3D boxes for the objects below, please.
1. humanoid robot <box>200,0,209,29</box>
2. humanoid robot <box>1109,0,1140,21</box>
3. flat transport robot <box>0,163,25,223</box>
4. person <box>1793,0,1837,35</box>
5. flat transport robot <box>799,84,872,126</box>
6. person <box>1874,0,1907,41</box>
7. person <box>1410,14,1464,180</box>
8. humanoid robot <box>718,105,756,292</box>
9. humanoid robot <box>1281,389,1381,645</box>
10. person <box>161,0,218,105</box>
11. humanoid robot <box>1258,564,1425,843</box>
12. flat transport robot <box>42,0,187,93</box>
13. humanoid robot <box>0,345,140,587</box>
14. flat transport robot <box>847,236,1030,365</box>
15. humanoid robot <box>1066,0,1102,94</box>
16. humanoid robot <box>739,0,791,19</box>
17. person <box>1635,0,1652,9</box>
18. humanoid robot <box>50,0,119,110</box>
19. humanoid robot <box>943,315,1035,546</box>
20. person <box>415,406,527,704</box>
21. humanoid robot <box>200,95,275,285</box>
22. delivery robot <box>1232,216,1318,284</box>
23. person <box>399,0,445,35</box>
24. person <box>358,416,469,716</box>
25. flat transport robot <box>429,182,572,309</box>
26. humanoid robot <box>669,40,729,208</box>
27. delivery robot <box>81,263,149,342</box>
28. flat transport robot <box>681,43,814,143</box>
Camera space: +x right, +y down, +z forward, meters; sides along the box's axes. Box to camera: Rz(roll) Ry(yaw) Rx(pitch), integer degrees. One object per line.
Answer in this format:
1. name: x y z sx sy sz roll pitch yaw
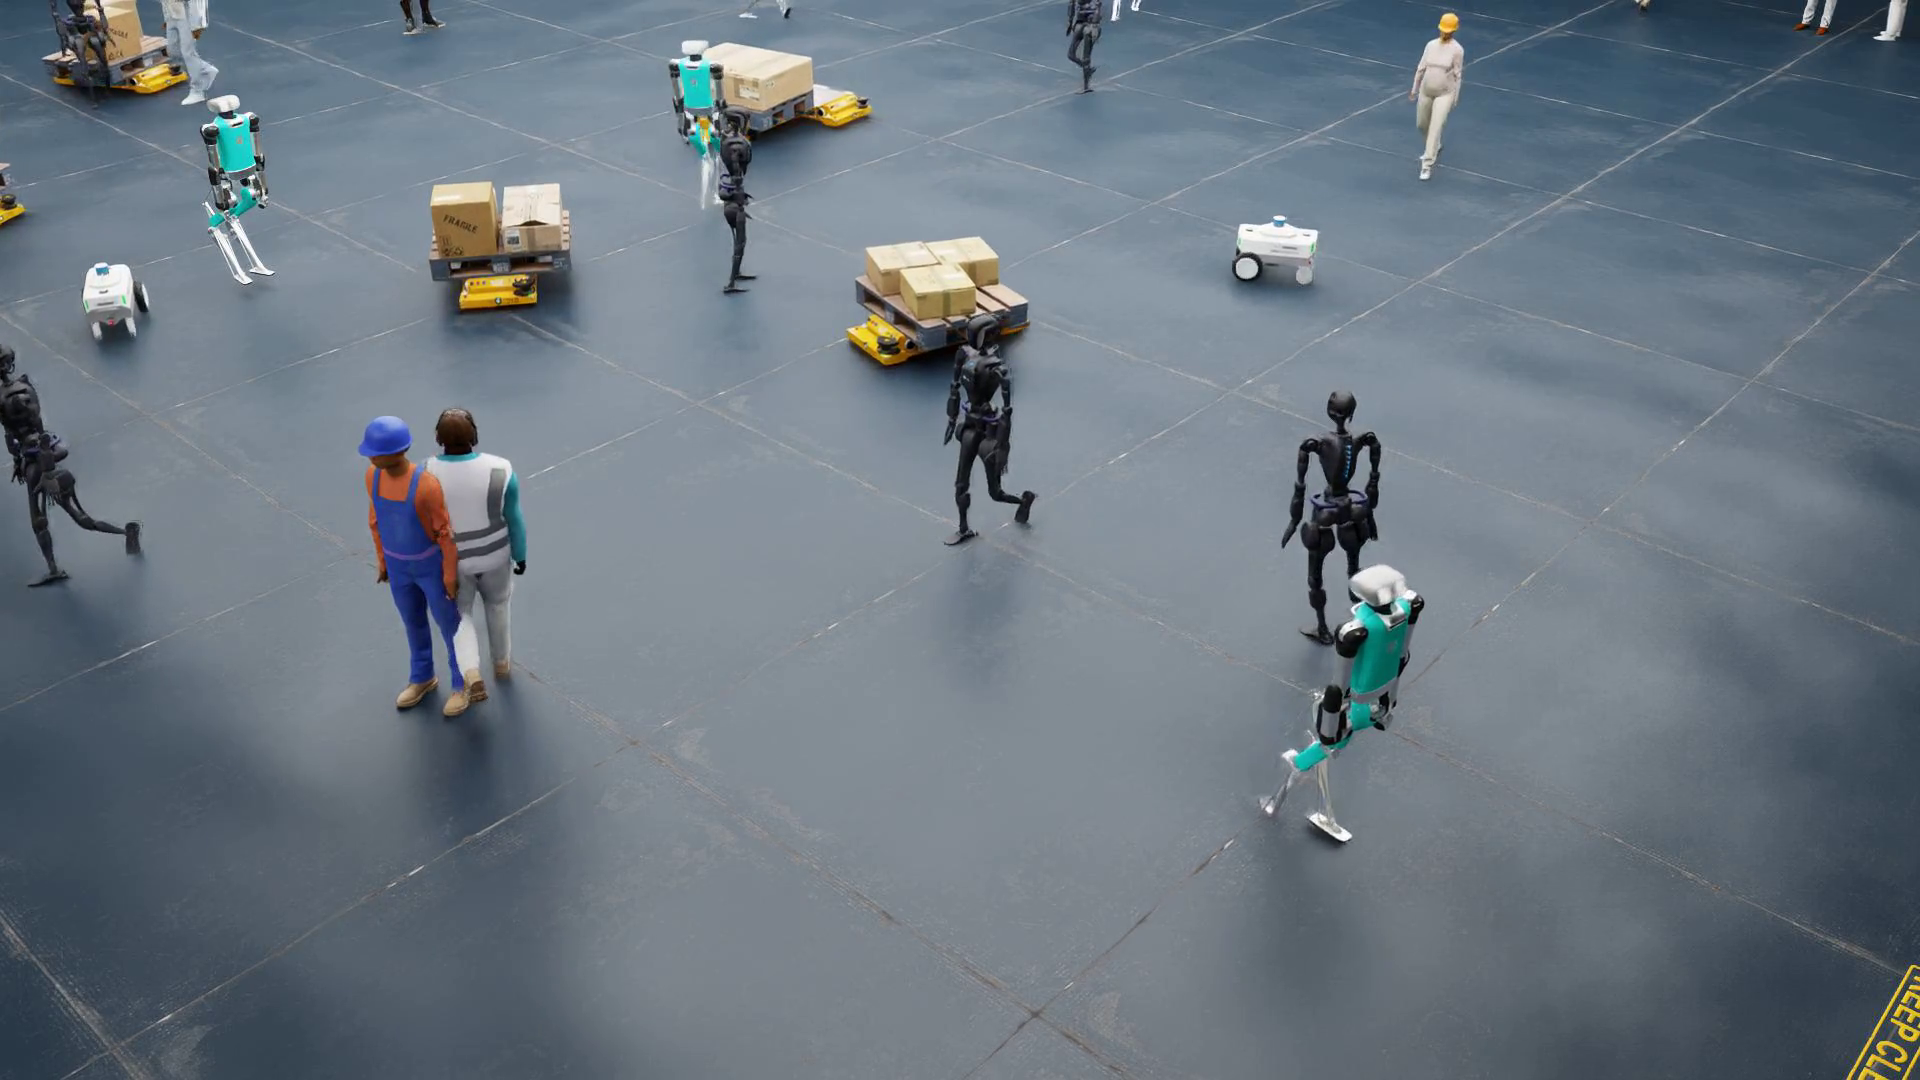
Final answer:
1. humanoid robot: -10.269 -7.611 22.064 0.544 1.820 0.751 0 32 -1
2. humanoid robot: 2.297 -8.028 22.706 0.555 1.766 0.969 13 34 20
3. flat transport robot: -10.091 -3.248 16.384 1.431 0.231 0.659 7 33 11
4. person: 11.488 -7.617 21.941 0.361 1.829 0.514 -24 39 -33
5. flat transport robot: -1.794 -5.105 19.375 1.431 0.231 0.659 20 37 29
6. person: 12.316 -7.373 21.744 0.327 1.627 0.522 22 38 31
7. person: 4.970 -4.664 17.334 0.489 1.665 0.744 23 39 32
8. humanoid robot: -1.974 -3.030 14.702 0.340 1.643 0.598 -4 32 -6
9. humanoid robot: 2.283 -0.122 10.031 0.651 1.637 0.421 -7 33 -12
10. person: -9.057 -6.068 19.369 0.617 1.903 0.520 19 37 28
11. humanoid robot: 1.869 0.861 8.489 0.550 1.901 0.744 -21 38 -30
12. flat transport robot: -10.266 -5.696 20.326 1.431 0.231 0.659 10 33 15
13. humanoid robot: -5.837 -0.522 10.705 0.610 1.633 0.726 23 39 33
14. flat transport robot: -0.182 -1.836 14.110 1.431 0.231 0.659 -18 36 -27
15. humanoid robot: 1.527 -6.137 19.707 0.422 1.648 0.602 -20 37 -29
16. humanoid robot: -2.700 -7.919 22.567 0.876 1.825 0.548 9 33 14
17. person: 9.655 -8.338 23.089 0.522 1.847 0.796 11 34 18
18. humanoid robot: -10.158 -5.881 19.320 0.586 1.653 0.591 -18 36 -26
19. humanoid robot: 0.196 -0.756 11.050 0.648 1.631 0.602 -25 39 -34
20. person: -2.777 0.111 9.503 0.636 1.823 0.663 -10 33 -15
21. humanoid robot: -6.452 -3.115 14.651 0.735 1.677 0.533 19 37 28
22. delivery robot: 2.870 -2.666 15.156 0.747 0.572 0.499 7 33 11
23. person: -7.319 -7.688 21.976 0.763 1.924 0.481 -13 34 -21
24. person: -3.059 0.141 9.376 0.514 1.907 0.372 10 33 16
25. flat transport robot: -4.144 -2.491 15.166 0.659 0.231 1.431 -6 32 -10
26. humanoid robot: -2.463 -4.089 16.384 0.547 1.800 0.814 5 32 8
27. delivery robot: -7.269 -2.082 14.225 0.499 0.583 0.775 -11 34 -18
28. flat transport robot: -2.396 -4.764 18.825 0.659 0.231 1.431 18 36 26
